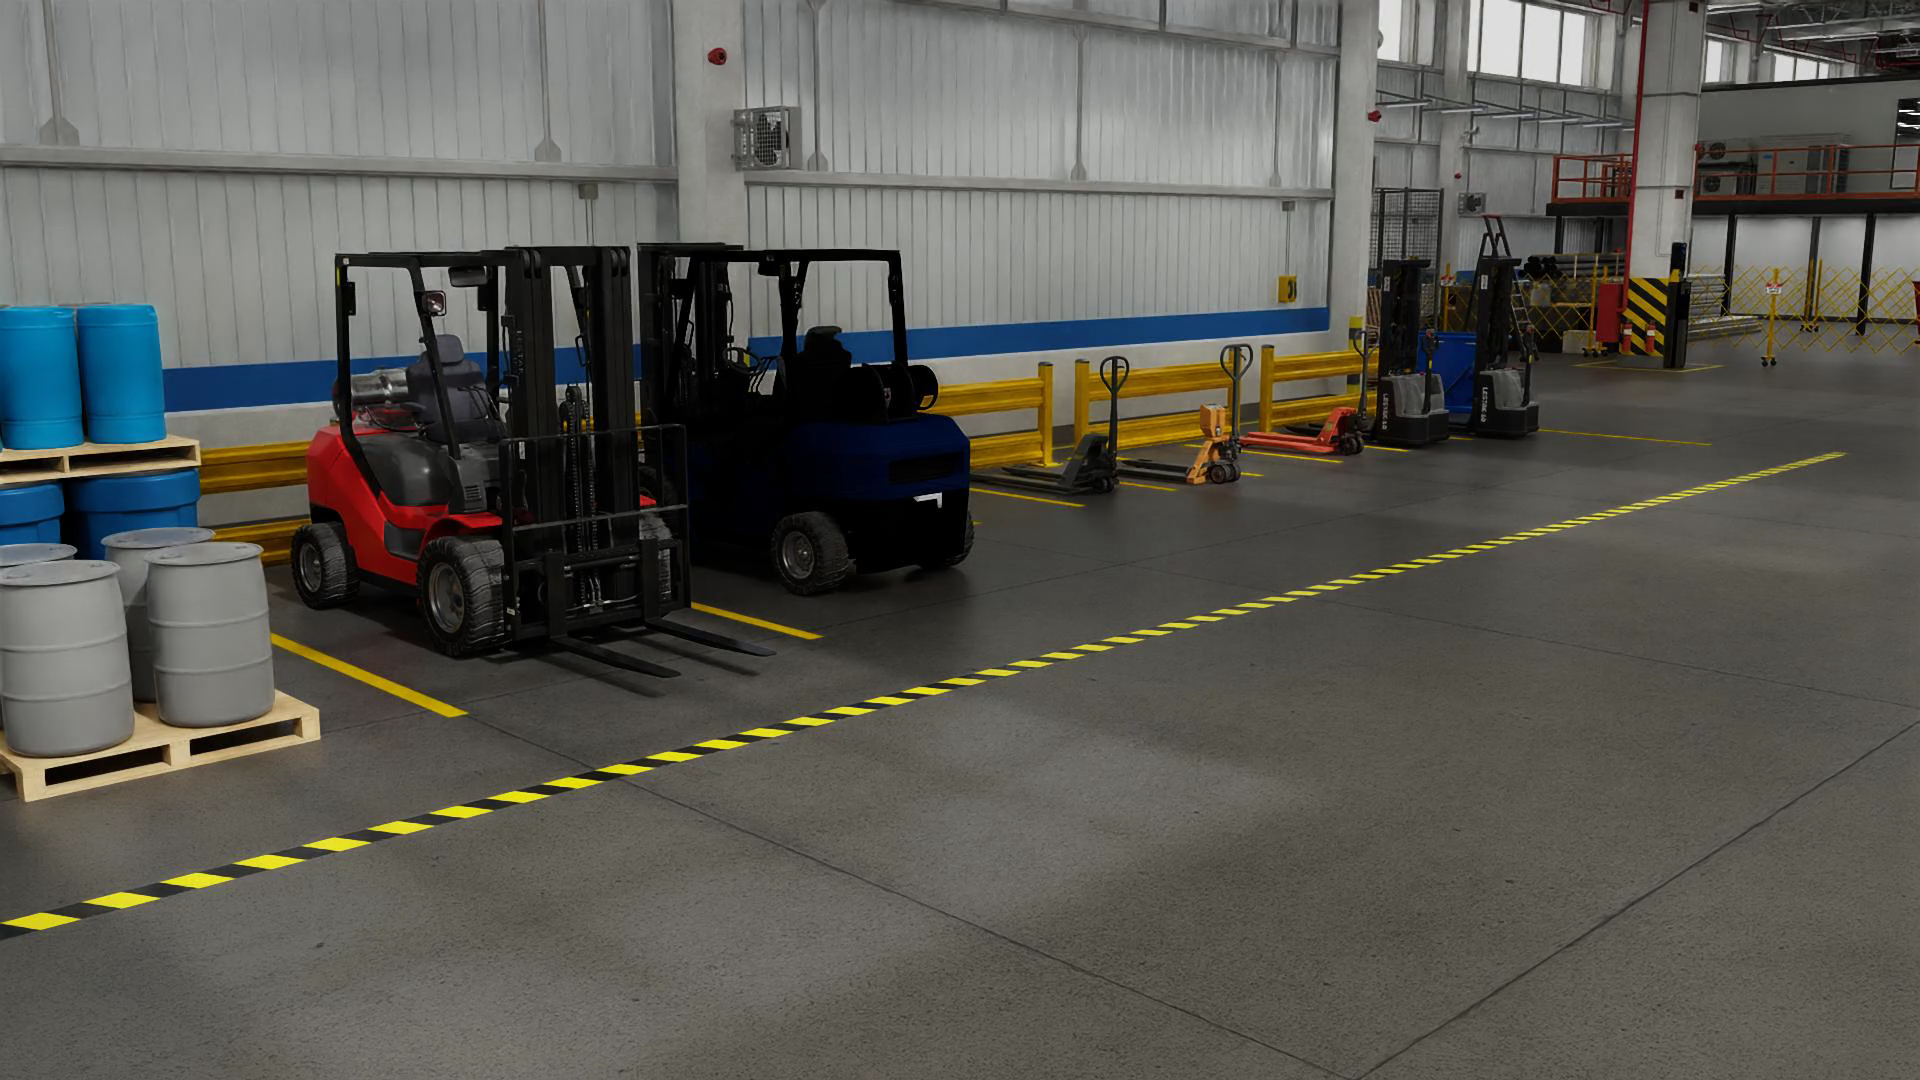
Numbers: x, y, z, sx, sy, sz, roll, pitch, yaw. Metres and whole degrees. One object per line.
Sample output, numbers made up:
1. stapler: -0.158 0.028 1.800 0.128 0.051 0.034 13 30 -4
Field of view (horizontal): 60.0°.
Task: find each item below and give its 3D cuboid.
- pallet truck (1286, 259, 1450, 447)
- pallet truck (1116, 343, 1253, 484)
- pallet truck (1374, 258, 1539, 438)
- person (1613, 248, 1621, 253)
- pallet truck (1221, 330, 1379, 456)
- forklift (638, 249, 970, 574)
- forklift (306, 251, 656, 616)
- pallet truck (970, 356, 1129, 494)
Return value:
1. pallet truck: 4.493 -2.078 18.196 0.823 1.965 1.885 -9 14 -40
2. pallet truck: 1.962 -1.215 15.415 1.522 1.261 0.704 10 14 43
3. pallet truck: 5.704 -2.208 18.901 1.885 1.965 0.823 10 14 43
4. person: 18.055 -7.080 45.778 0.583 1.882 0.337 -10 14 -43
5. pallet truck: 3.563 -1.581 17.381 0.653 1.274 1.630 -10 14 -44
6. forklift: -1.173 -0.958 11.239 2.680 1.987 1.157 10 14 43
7. forklift: -2.833 -0.669 9.694 1.157 1.987 2.680 -10 14 -44
8. pallet truck: 0.784 -1.085 14.876 0.680 1.201 1.601 -10 14 -44
